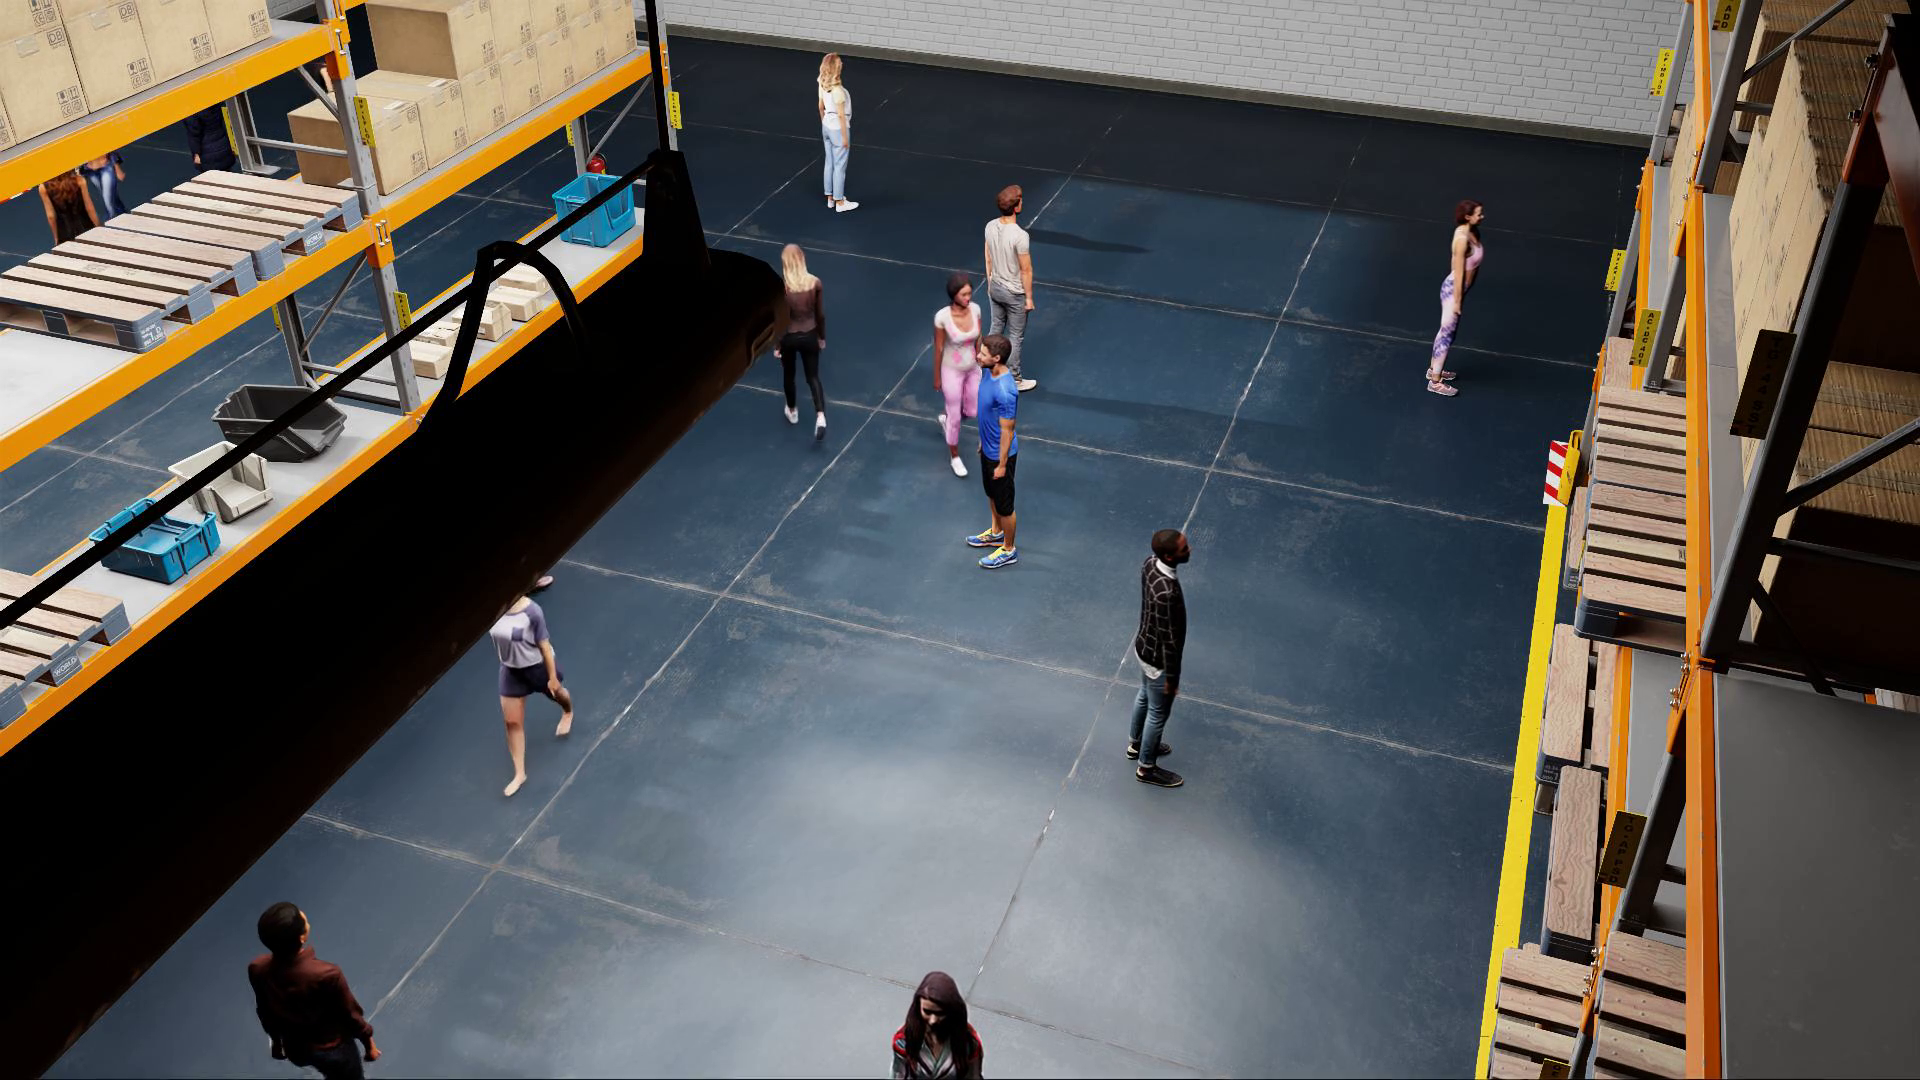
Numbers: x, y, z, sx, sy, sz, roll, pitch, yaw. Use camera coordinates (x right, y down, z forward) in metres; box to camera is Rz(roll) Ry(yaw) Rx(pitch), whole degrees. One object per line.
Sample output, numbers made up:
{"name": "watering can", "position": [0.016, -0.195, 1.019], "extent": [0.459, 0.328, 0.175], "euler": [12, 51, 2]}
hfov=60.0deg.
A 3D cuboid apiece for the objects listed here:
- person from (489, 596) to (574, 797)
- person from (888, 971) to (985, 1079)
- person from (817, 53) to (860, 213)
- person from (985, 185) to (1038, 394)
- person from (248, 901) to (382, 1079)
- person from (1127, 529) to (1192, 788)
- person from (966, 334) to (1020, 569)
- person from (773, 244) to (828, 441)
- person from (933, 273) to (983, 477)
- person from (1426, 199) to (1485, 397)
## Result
{"name": "person", "position": [-2.677, 0.751, 10.438], "extent": [0.671, 1.514, 1.106], "euler": [7, 34, 11]}
{"name": "person", "position": [-0.103, 2.576, 7.601], "extent": [0.649, 1.614, 0.621], "euler": [0, 34, 1]}
{"name": "person", "position": [-1.354, -4.419, 18.027], "extent": [0.730, 1.723, 0.712], "euler": [-22, 40, -30]}
{"name": "person", "position": [0.423, -2.183, 14.505], "extent": [0.724, 1.899, 0.691], "euler": [26, 42, 33]}
{"name": "person", "position": [-2.991, 2.406, 7.730], "extent": [0.790, 1.755, 1.089], "euler": [6, 34, 8]}
{"name": "person", "position": [1.213, 0.699, 10.239], "extent": [0.801, 1.821, 0.662], "euler": [-4, 34, -5]}
{"name": "person", "position": [0.284, -0.673, 12.259], "extent": [0.763, 1.868, 0.674], "euler": [-9, 35, -13]}
{"name": "person", "position": [-1.317, -1.618, 13.851], "extent": [1.015, 1.680, 1.125], "euler": [-11, 35, -16]}
{"name": "person", "position": [-0.043, -1.378, 13.447], "extent": [0.873, 1.728, 0.920], "euler": [-15, 36, -21]}
{"name": "person", "position": [4.351, -2.150, 14.574], "extent": [0.662, 1.766, 0.474], "euler": [8, 35, 13]}
